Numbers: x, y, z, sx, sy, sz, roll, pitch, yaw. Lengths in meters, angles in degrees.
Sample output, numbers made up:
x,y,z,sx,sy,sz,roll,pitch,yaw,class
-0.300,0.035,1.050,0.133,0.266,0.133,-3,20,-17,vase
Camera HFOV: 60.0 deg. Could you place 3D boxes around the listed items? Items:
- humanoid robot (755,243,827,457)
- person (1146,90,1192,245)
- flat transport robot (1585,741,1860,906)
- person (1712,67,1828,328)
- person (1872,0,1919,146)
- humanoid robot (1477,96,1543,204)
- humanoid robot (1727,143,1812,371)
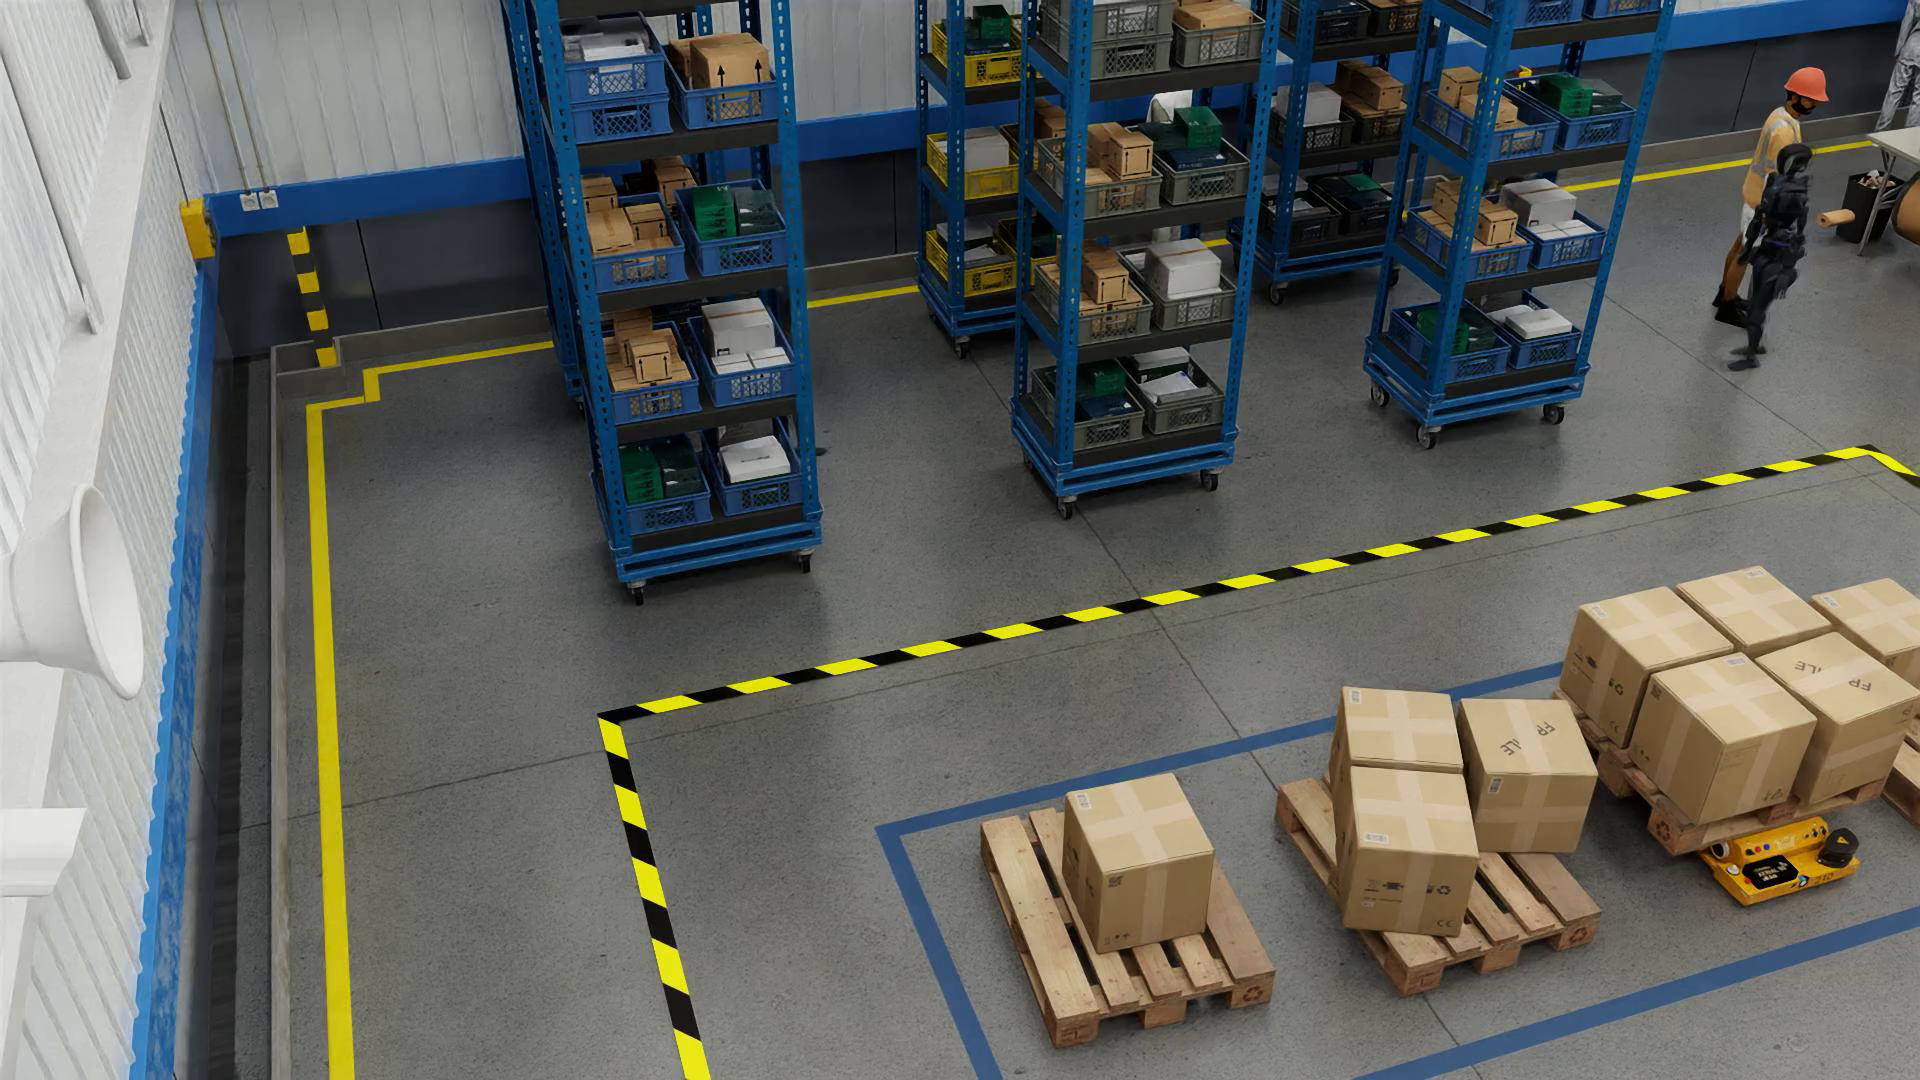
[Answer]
x,y,z,sx,sy,sz,roll,pitch,yaw,class
-1.198,-1.212,10.569,0.618,1.640,0.594,-4,35,-6,humanoid robot
1.604,-2.936,12.849,0.391,1.846,0.563,19,39,24,person
3.738,1.188,8.347,0.652,0.197,1.431,-11,37,-15,flat transport robot
5.921,-2.512,12.173,0.372,1.934,0.545,13,37,17,person
8.662,-4.364,14.968,0.484,1.738,0.304,30,45,35,person
4.186,-2.568,12.484,0.467,1.643,0.608,-23,41,-29,humanoid robot
5.720,-1.978,11.647,0.384,1.651,0.602,-3,35,-5,humanoid robot
